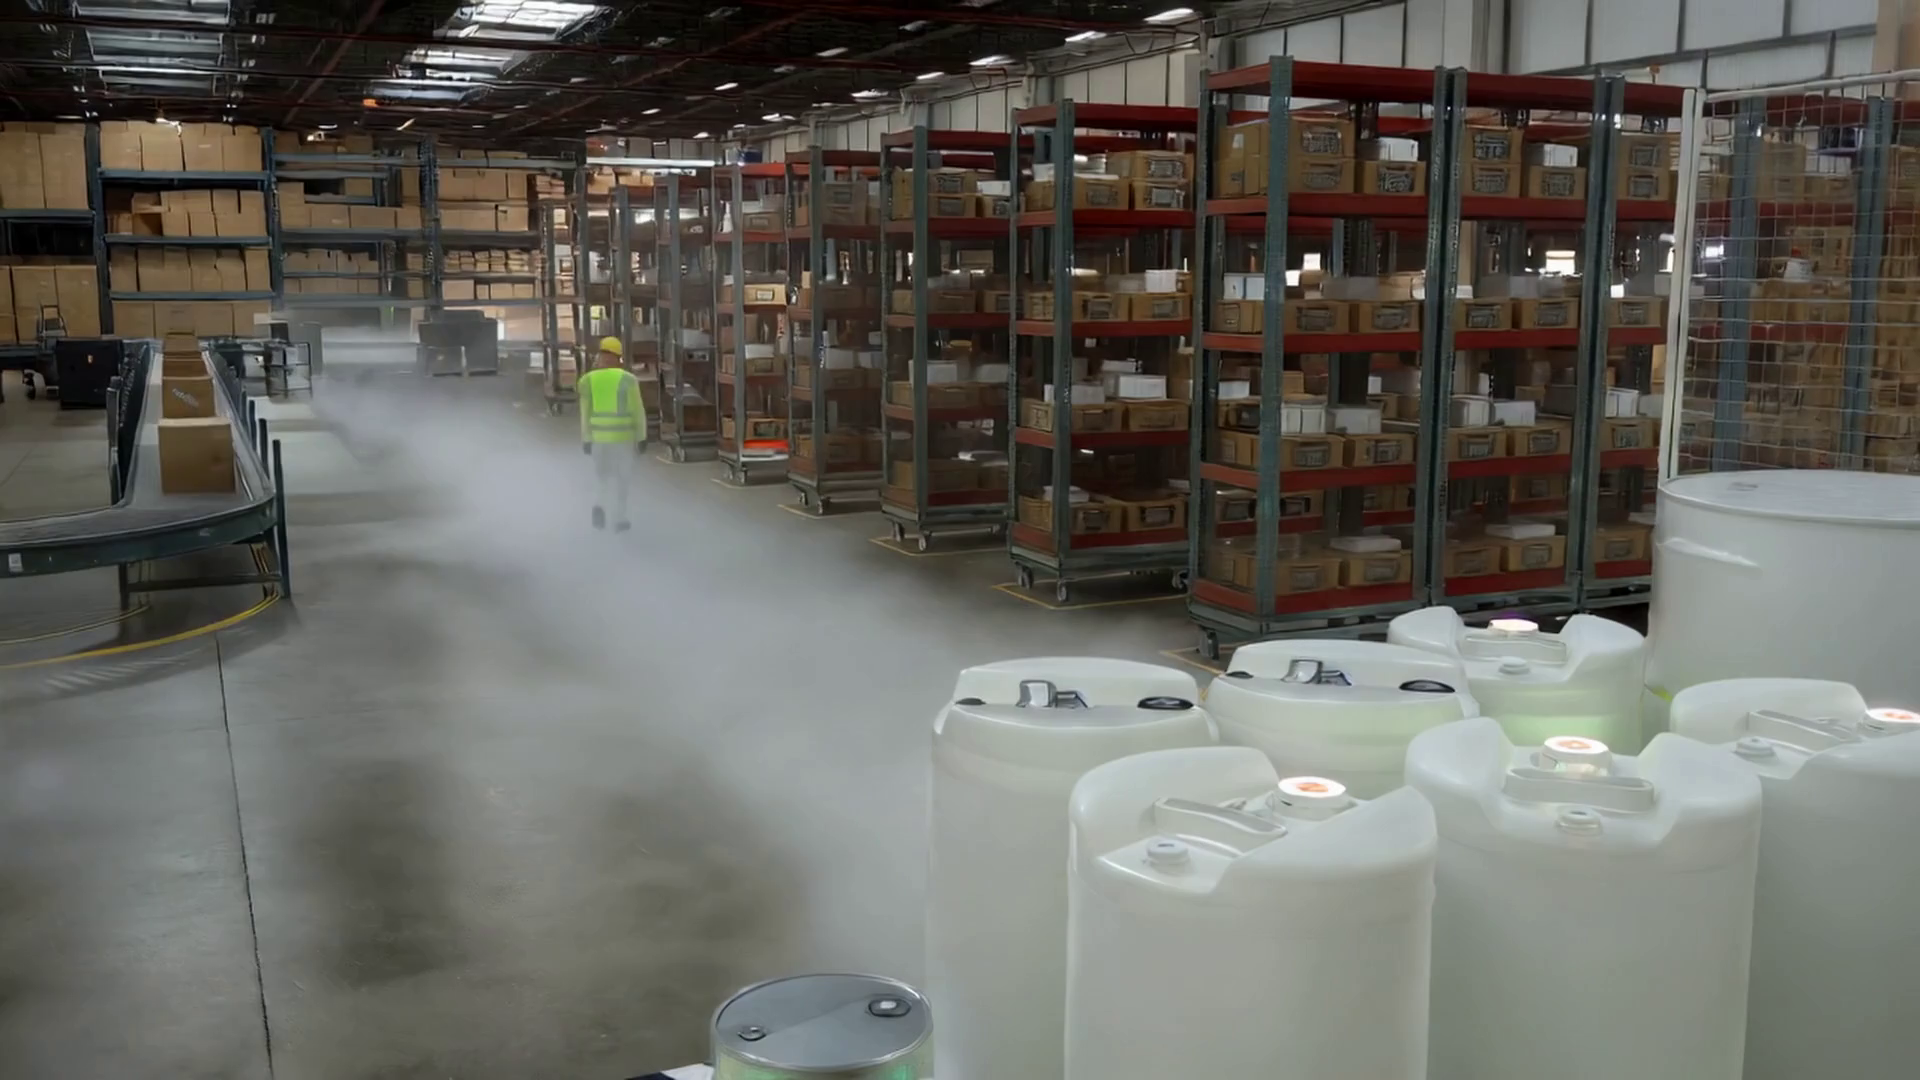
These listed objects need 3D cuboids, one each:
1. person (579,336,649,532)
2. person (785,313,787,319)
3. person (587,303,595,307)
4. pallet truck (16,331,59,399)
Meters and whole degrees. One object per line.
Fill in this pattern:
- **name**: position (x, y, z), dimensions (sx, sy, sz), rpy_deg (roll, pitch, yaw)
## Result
- **person**: position (-3.192, -0.969, 15.373), dimensions (0.600, 1.817, 0.422), rpy_deg (2, 9, 12)
- **person**: position (-4.524, -5.987, 46.129), dimensions (0.656, 1.947, 0.628), rpy_deg (2, 9, 11)
- **person**: position (-10.153, -5.822, 45.279), dimensions (0.985, 1.883, 0.549), rpy_deg (-5, 10, -26)
- **pallet truck**: position (-17.082, -3.353, 31.781), dimensions (1.630, 1.274, 0.653), rpy_deg (-4, 10, -25)
